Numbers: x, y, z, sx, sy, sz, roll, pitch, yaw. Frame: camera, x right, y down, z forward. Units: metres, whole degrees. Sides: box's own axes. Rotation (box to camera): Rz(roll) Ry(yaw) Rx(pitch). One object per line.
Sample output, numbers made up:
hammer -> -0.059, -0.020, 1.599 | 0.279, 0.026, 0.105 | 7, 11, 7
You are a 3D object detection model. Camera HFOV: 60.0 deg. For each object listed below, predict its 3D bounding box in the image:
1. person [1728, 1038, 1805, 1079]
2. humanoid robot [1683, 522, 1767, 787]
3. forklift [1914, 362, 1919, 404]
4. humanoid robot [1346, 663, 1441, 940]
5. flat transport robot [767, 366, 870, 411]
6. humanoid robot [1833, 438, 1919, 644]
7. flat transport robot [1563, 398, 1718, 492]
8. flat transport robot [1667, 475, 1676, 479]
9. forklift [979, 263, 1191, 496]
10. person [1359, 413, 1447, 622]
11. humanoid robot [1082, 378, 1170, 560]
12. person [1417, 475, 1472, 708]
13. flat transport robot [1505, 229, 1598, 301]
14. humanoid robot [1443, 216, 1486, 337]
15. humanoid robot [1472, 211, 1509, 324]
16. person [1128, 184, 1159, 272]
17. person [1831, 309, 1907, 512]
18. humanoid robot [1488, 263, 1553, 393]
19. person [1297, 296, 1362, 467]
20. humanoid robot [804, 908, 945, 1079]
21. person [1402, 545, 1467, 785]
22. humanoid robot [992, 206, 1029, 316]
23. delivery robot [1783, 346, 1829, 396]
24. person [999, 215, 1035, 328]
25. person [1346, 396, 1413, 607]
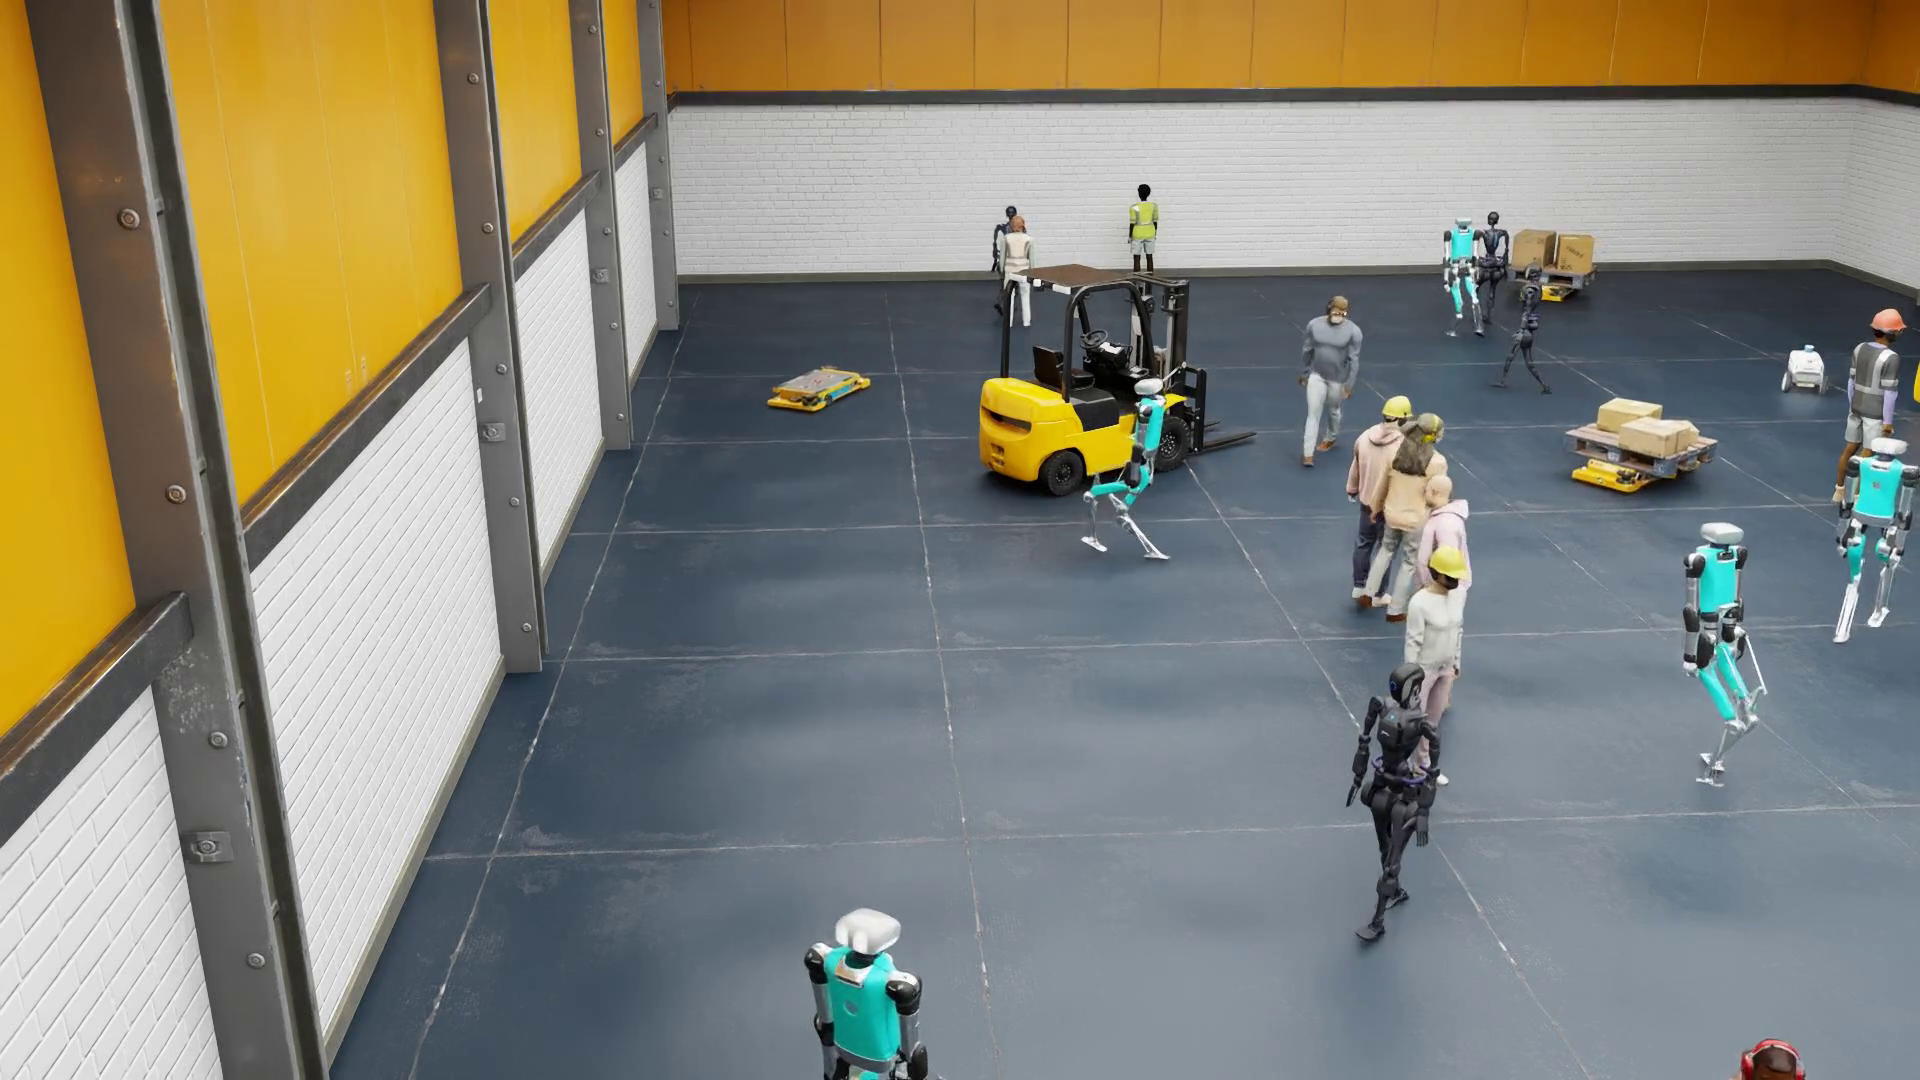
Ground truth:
person -> 3.058, 2.618, 6.498 | 0.459, 1.645, 0.315 | 5, 21, 14
humanoid robot -> 5.253, 0.824, 11.283 | 0.553, 1.795, 0.799 | -11, 23, -27
forklift -> 12.602, -2.435, 19.475 | 2.313, 2.155, 1.214 | -1, 20, -4
humanoid robot -> 2.470, 1.474, 9.588 | 0.656, 1.636, 0.600 | -15, 25, -34
flat transport robot -> -1.753, -1.886, 20.767 | 0.659, 0.231, 1.431 | 9, 22, 24
humanoid robot -> 7.552, -0.043, 13.660 | 0.530, 1.774, 0.987 | 18, 27, 40
flat transport robot -> 7.254, -0.804, 17.819 | 1.431, 0.231, 0.659 | -15, 25, -36
flat transport robot -> 7.531, -0.984, 18.309 | 0.659, 0.231, 1.431 | 8, 22, 20
forklift -> 1.315, -1.764, 17.646 | 2.313, 2.155, 1.214 | -14, 24, -33
person -> 3.719, -0.186, 13.871 | 0.424, 1.855, 0.649 | -18, 27, -41
humanoid robot -> 1.467, -0.642, 15.306 | 1.028, 1.764, 0.542 | 9, 22, 23
person -> 3.599, 0.395, 12.400 | 0.411, 1.753, 0.643 | 3, 20, 7
flat transport robot -> 9.491, -4.074, 26.727 | 0.659, 0.231, 1.431 | 12, 24, 31
humanoid robot -> 7.148, -3.604, 23.403 | 0.531, 1.766, 1.023 | -2, 20, -6
humanoid robot -> 7.808, -4.016, 24.518 | 0.612, 1.649, 0.340 | -3, 20, -9
person -> 2.960, -4.911, 26.931 | 0.532, 1.698, 0.319 | -6, 21, -17
person -> 9.077, -1.288, 16.562 | 0.367, 2.048, 0.606 | -4, 20, -10
humanoid robot -> 7.133, -2.651, 20.913 | 0.793, 1.644, 0.609 | 7, 21, 18
person -> 4.012, -1.768, 18.140 | 0.688, 1.871, 1.030 | 10, 22, 25
humanoid robot -> -0.265, 2.298, 7.251 | 0.531, 1.794, 0.783 | 11, 23, 28
person -> 3.172, 0.858, 11.126 | 0.532, 1.762, 0.334 | -13, 24, -31
humanoid robot -> 0.738, -4.213, 25.114 | 0.612, 1.604, 0.705 | 6, 21, 17
delivery robot -> 10.736, -2.171, 21.112 | 0.499, 0.583, 0.765 | 7, 21, 19
person -> 0.833, -3.918, 24.333 | 0.522, 1.629, 0.317 | -1, 20, -2
person -> 3.610, -0.323, 14.213 | 0.434, 1.854, 0.816 | -14, 24, -33
